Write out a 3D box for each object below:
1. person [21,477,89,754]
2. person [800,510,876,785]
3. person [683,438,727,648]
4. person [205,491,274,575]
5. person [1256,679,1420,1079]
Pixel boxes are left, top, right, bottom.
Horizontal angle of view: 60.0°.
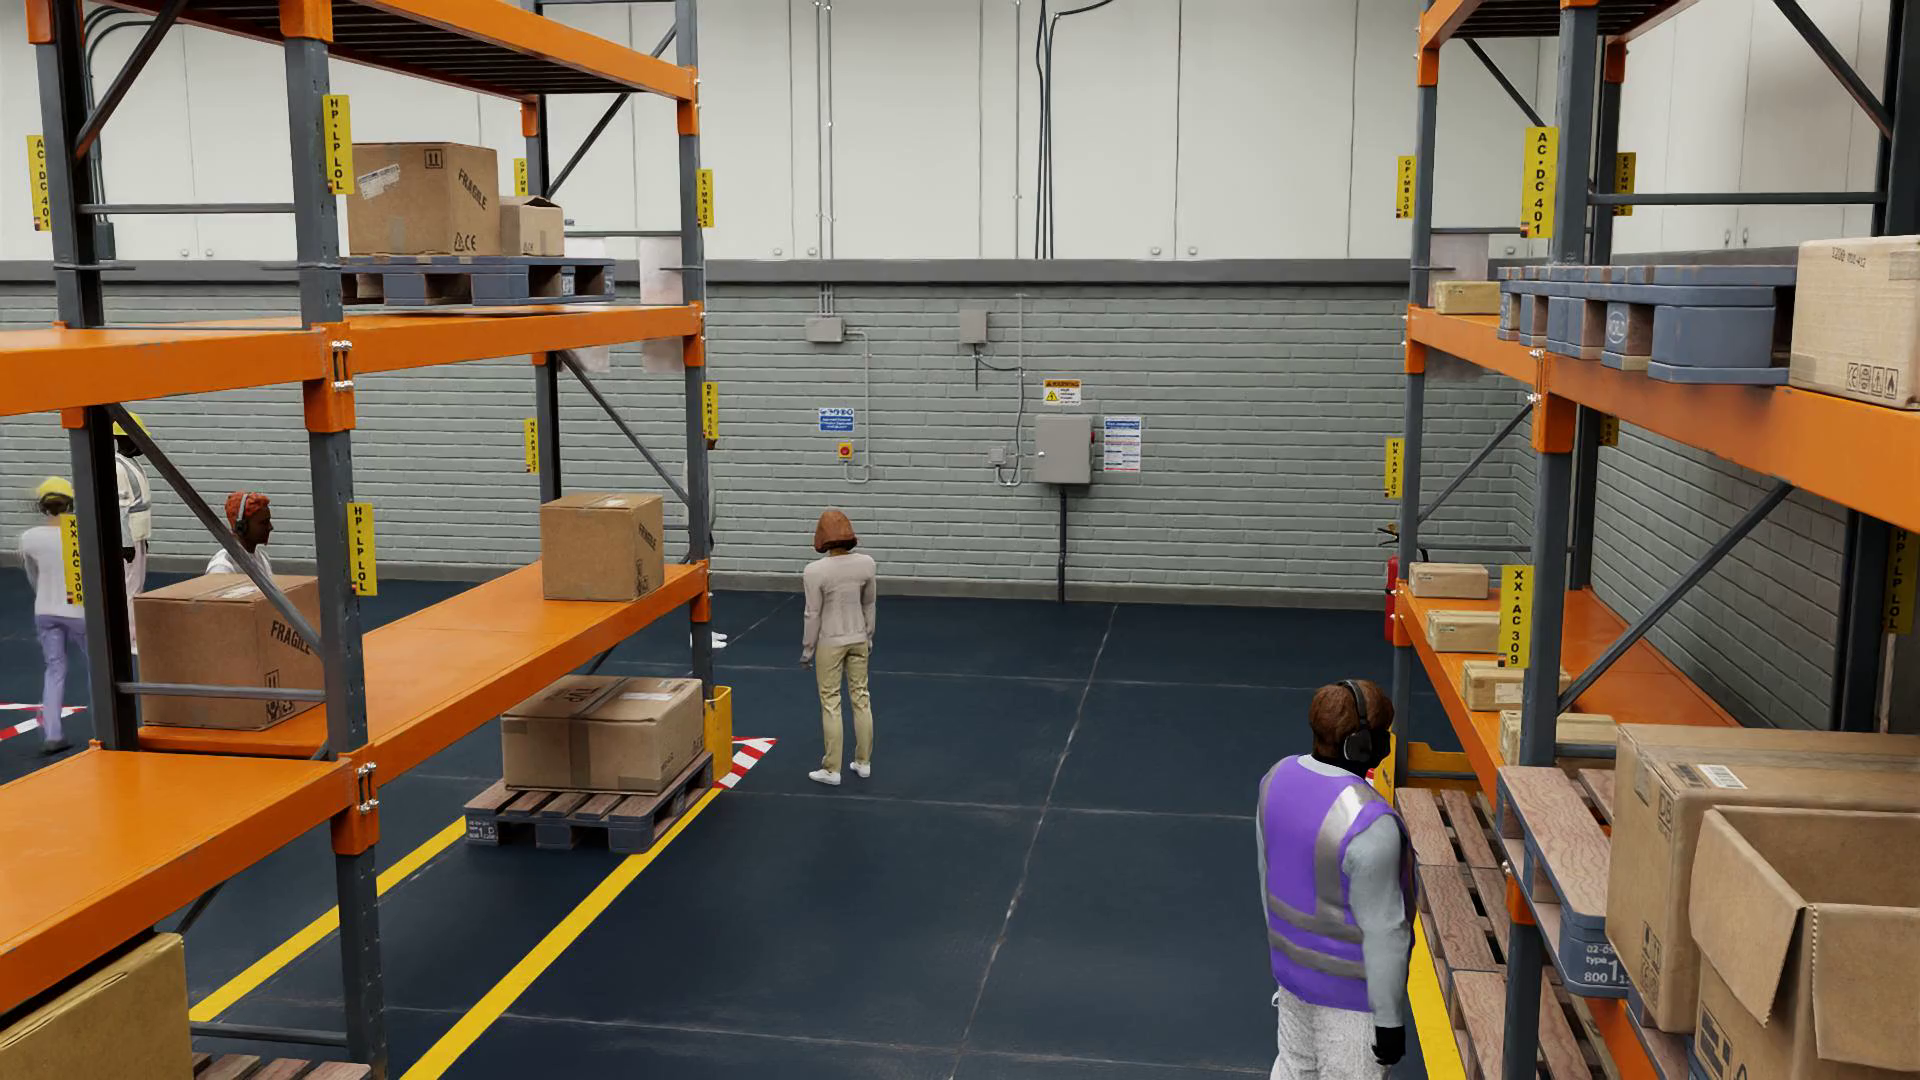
[{"bbox_3d":[-5.658,0.472,10.513,0.545,1.738,0.577,1,9,5],"label":"person"},{"bbox_3d":[-0.718,0.631,9.856,0.499,1.633,0.279,-7,11,-36],"label":"person"},{"bbox_3d":[-2.063,-0.066,13.428,0.328,1.872,0.513,-1,9,-6],"label":"person"},{"bbox_3d":[-3.772,0.673,8.848,0.358,1.880,0.575,0,9,-1],"label":"person"},{"bbox_3d":[1.143,1.317,4.989,0.429,1.843,0.633,-4,10,-21],"label":"person"}]
